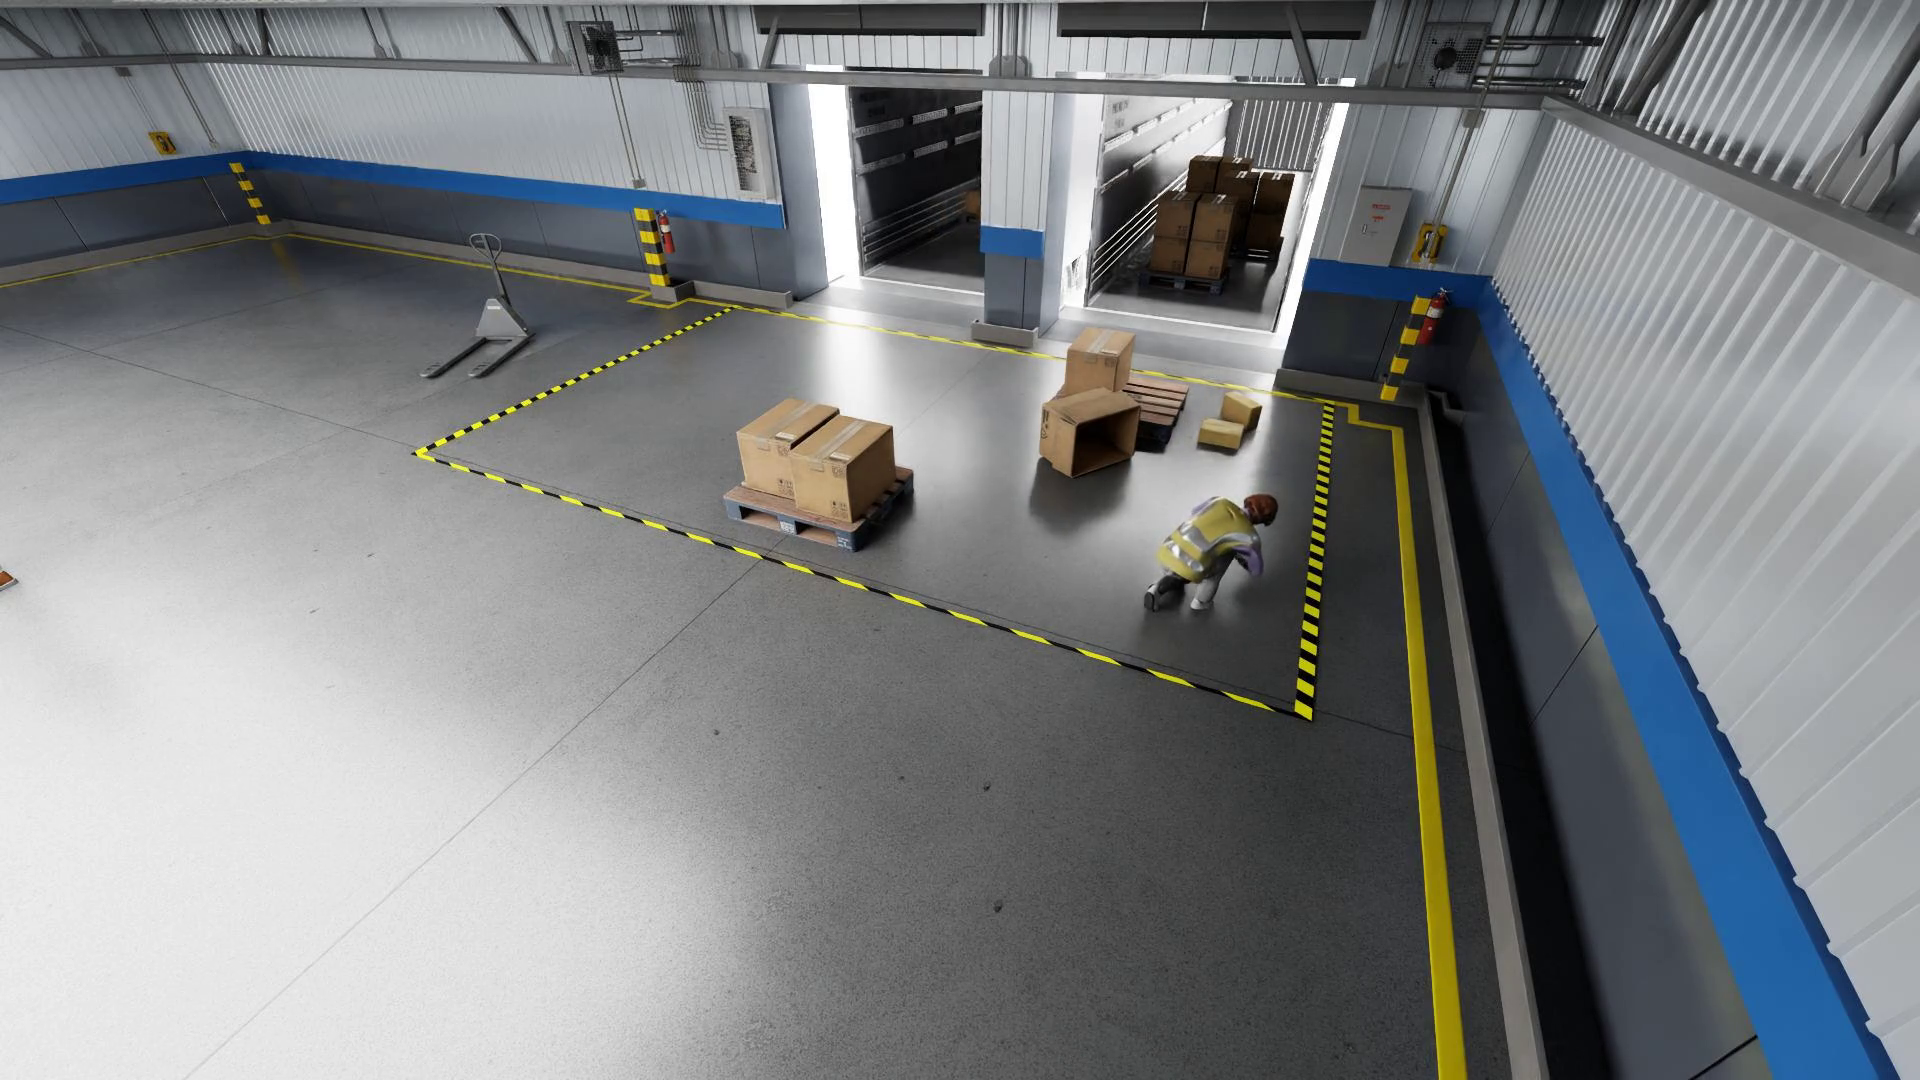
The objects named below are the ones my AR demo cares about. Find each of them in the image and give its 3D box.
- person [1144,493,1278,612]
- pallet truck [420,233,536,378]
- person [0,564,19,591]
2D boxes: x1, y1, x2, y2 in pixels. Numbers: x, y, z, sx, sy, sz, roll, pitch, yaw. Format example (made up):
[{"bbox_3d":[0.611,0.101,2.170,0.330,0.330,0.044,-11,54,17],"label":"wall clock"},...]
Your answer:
[{"bbox_3d":[1.643,0.086,4.939,0.919,0.803,0.631,-23,41,-28],"label":"person"},{"bbox_3d":[-5.664,-2.712,8.427,0.680,1.201,1.601,0,35,-1],"label":"pallet truck"},{"bbox_3d":[-6.911,-0.453,4.645,0.602,1.948,0.381,16,39,21],"label":"person"}]
